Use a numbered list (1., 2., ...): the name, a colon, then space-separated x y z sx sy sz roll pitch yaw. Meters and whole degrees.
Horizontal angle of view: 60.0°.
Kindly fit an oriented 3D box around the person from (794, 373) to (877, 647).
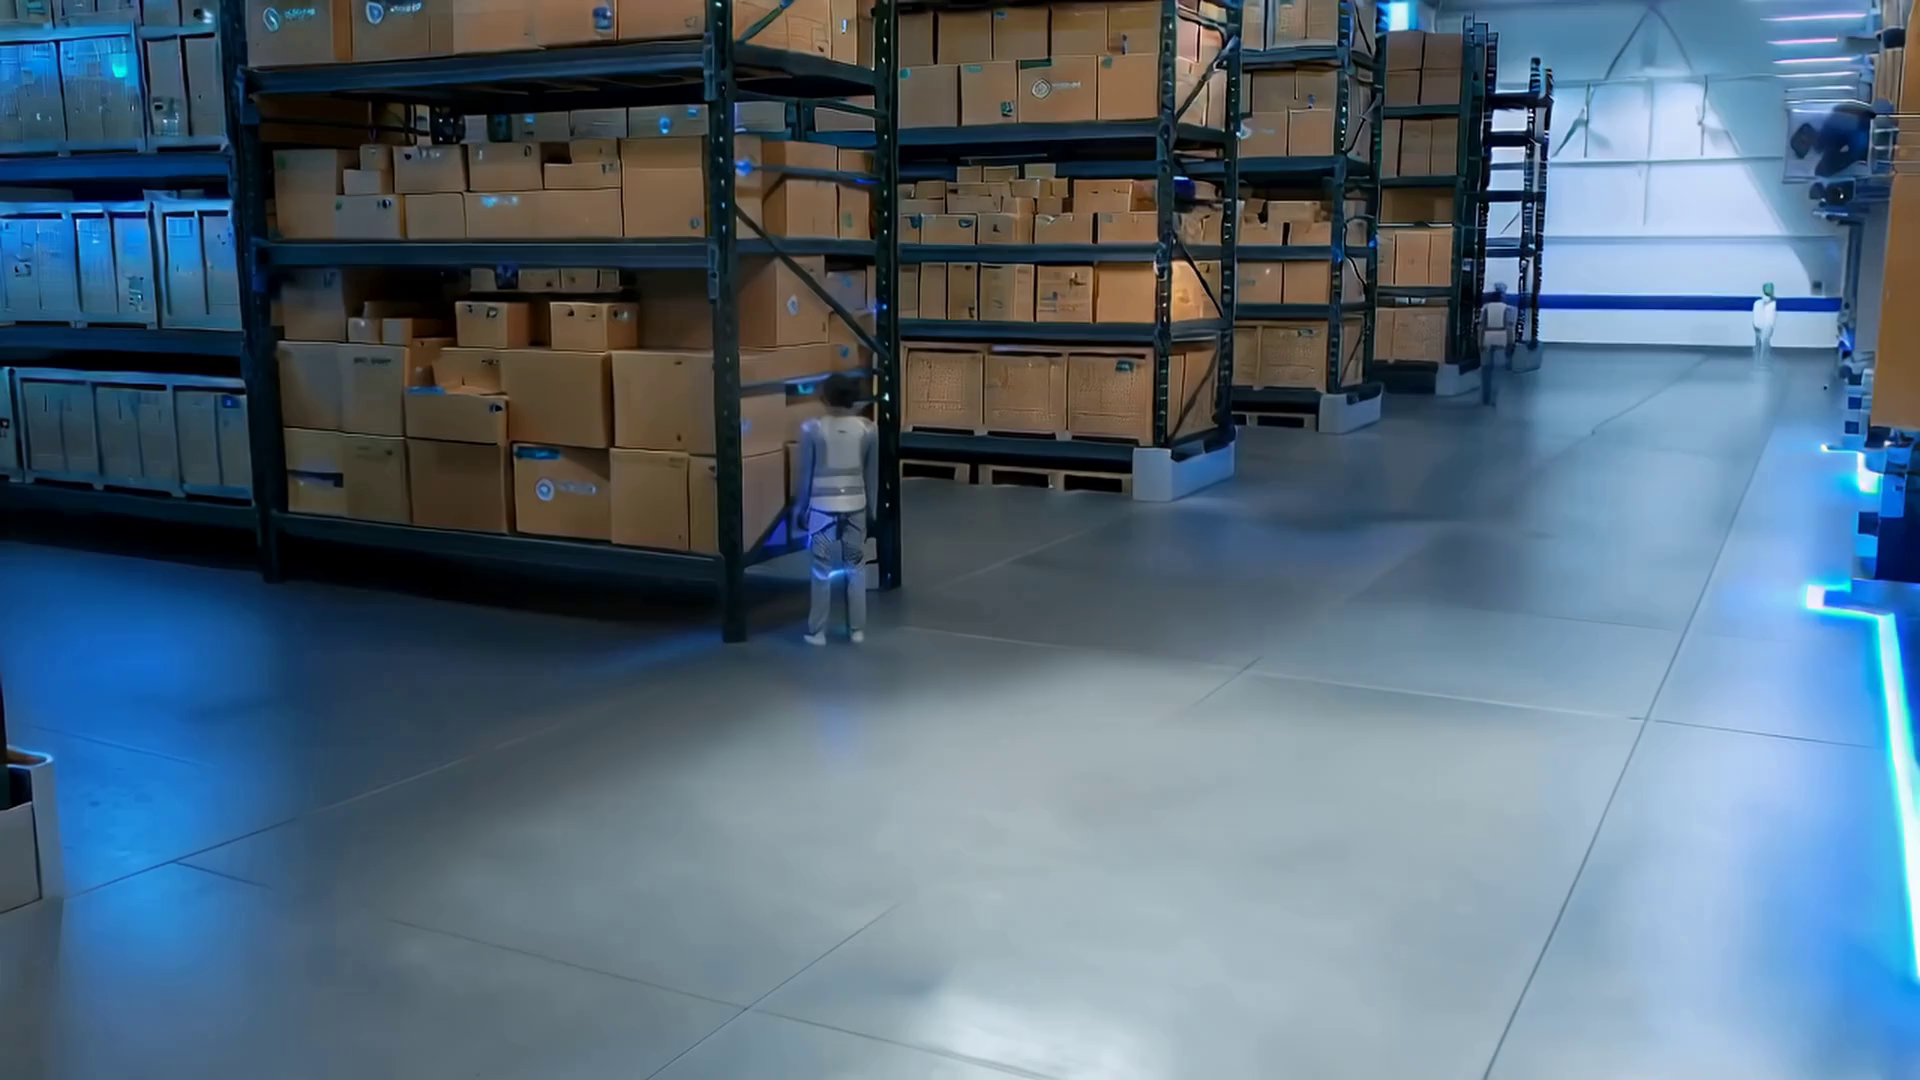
1. person: -0.728 -0.177 9.888 0.519 1.631 0.318 -4 11 -24

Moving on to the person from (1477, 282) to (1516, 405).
1. person: 8.307 -3.037 25.745 0.566 1.882 1.025 5 11 25

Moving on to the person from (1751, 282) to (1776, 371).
1. person: 15.977 -4.235 33.018 0.326 1.752 0.561 -2 10 -11
